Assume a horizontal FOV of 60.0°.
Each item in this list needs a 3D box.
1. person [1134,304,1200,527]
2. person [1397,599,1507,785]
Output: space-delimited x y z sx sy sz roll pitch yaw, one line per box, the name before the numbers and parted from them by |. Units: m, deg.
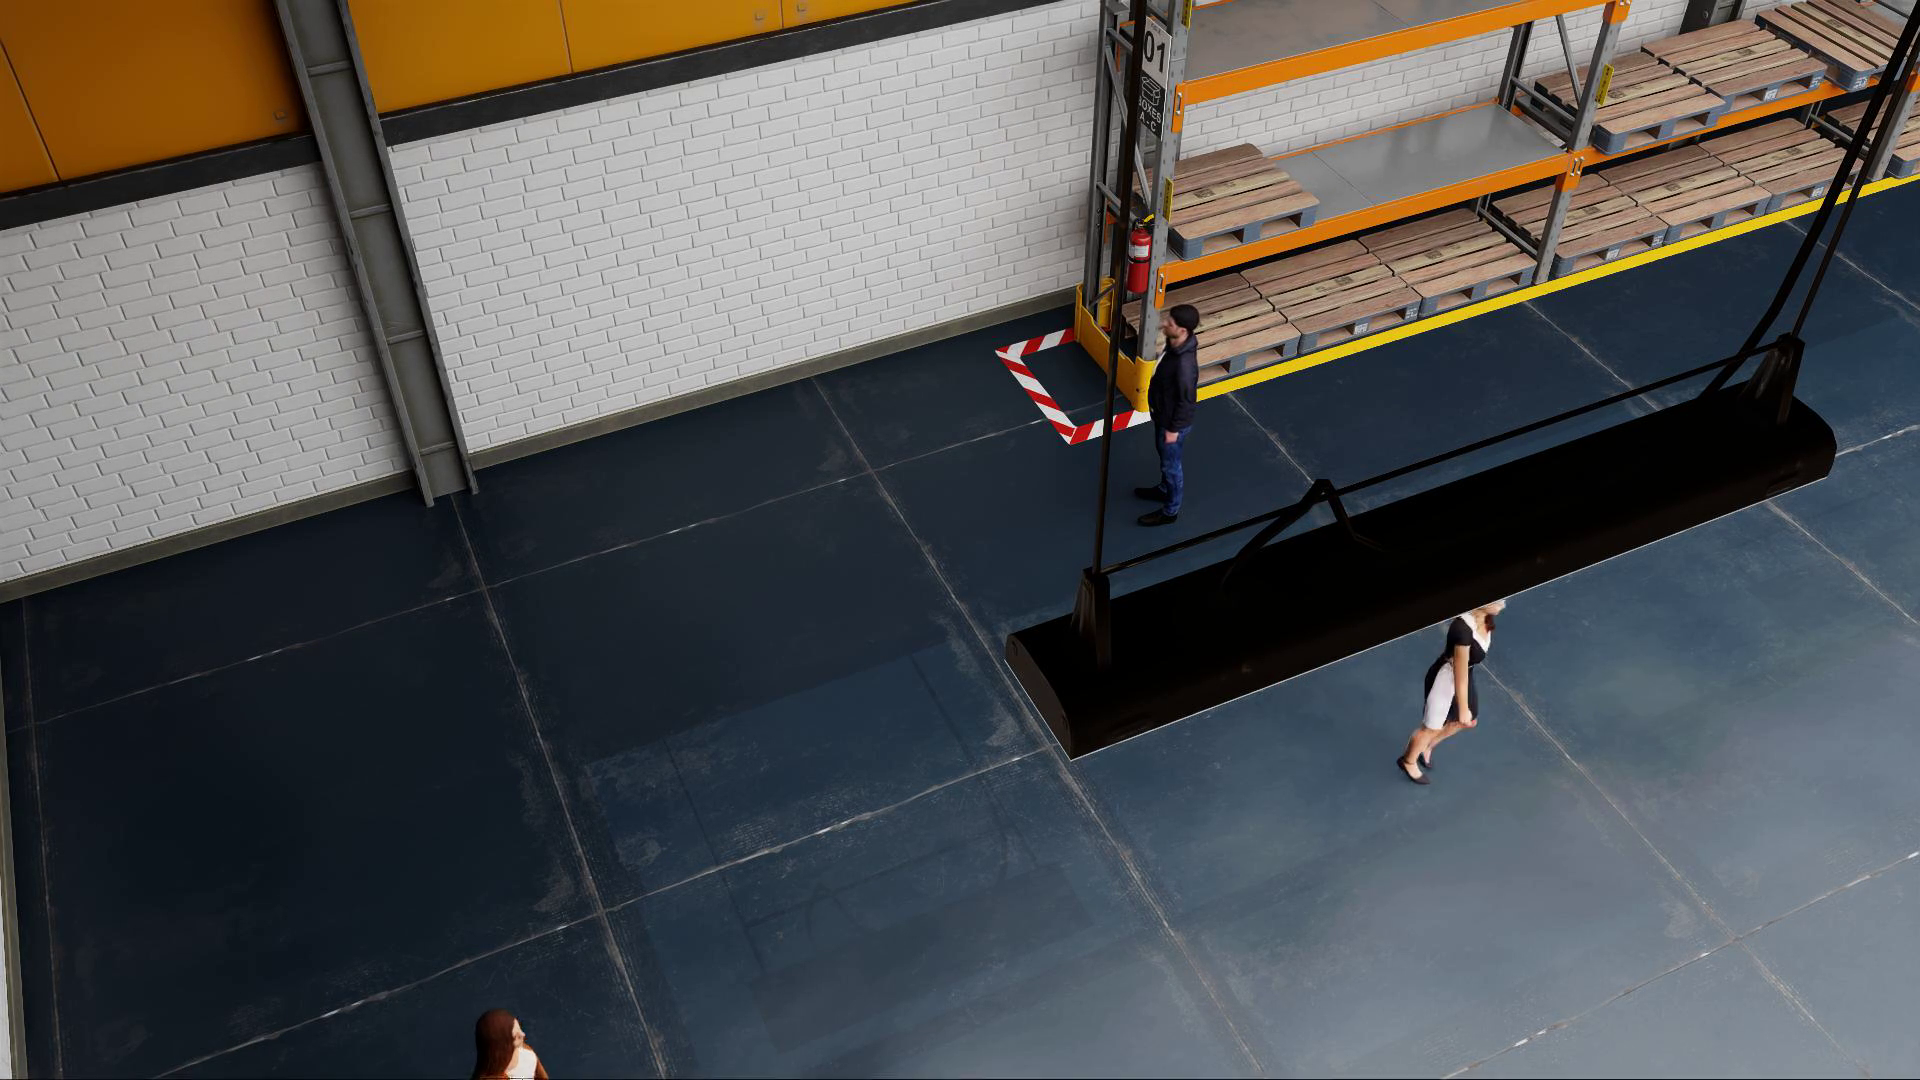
person | 1.518 -0.904 11.817 0.725 1.894 0.753 -1 44 -1
person | 2.871 0.844 10.061 0.785 1.785 0.706 25 49 24
